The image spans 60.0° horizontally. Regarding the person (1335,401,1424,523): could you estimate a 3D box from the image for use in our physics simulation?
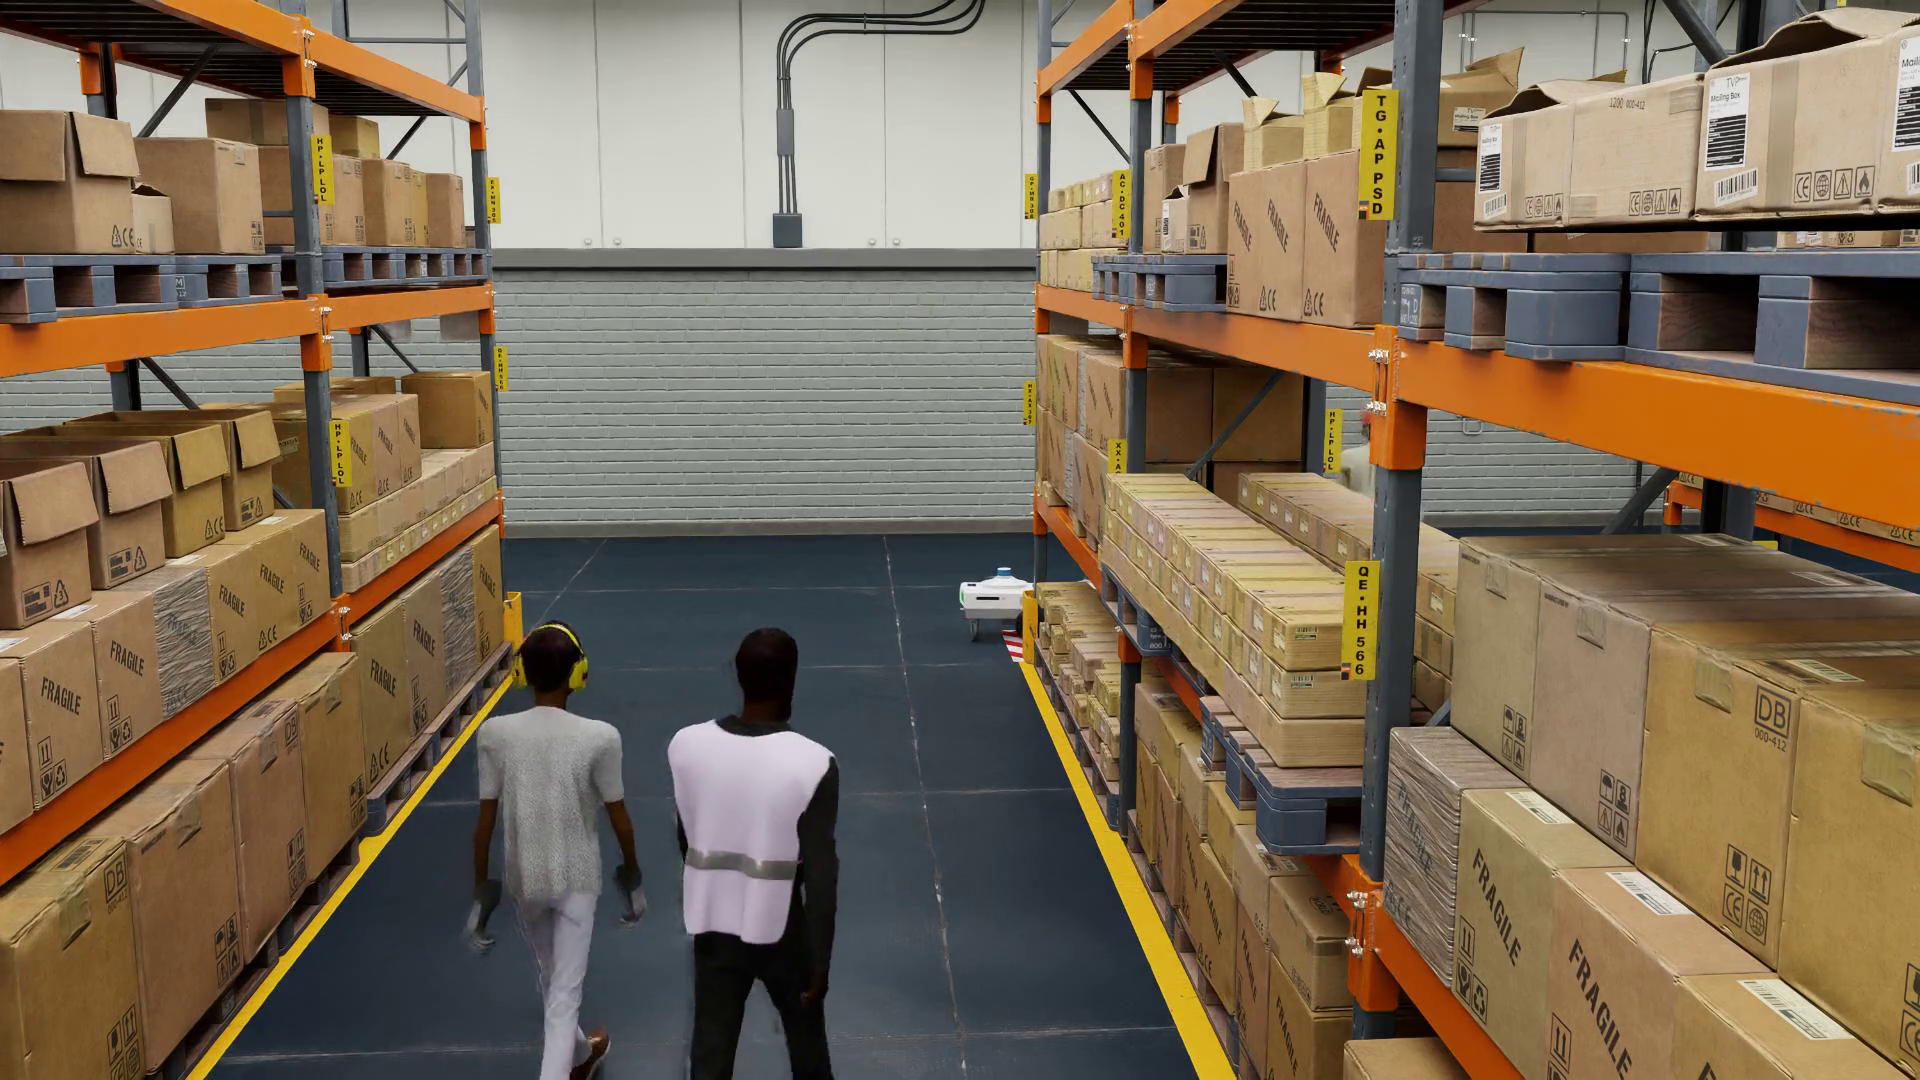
[{"bbox_3d":[3.128,-0.052,12.435,0.680,1.975,0.527,4,10,21],"label":"person"}]

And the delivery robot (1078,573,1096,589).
[{"bbox_3d":[1.026,0.491,13.146,0.707,0.478,0.477,-5,11,-29],"label":"delivery robot"}]

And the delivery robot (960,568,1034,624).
[{"bbox_3d":[0.349,0.464,13.303,0.707,0.478,0.477,1,10,3],"label":"delivery robot"}]

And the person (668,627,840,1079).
[{"bbox_3d":[-0.623,1.202,5.360,0.610,1.877,0.926,3,10,16],"label":"person"}]

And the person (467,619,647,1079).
[{"bbox_3d":[-1.376,1.174,5.701,0.552,1.817,1.000,1,10,8],"label":"person"}]
